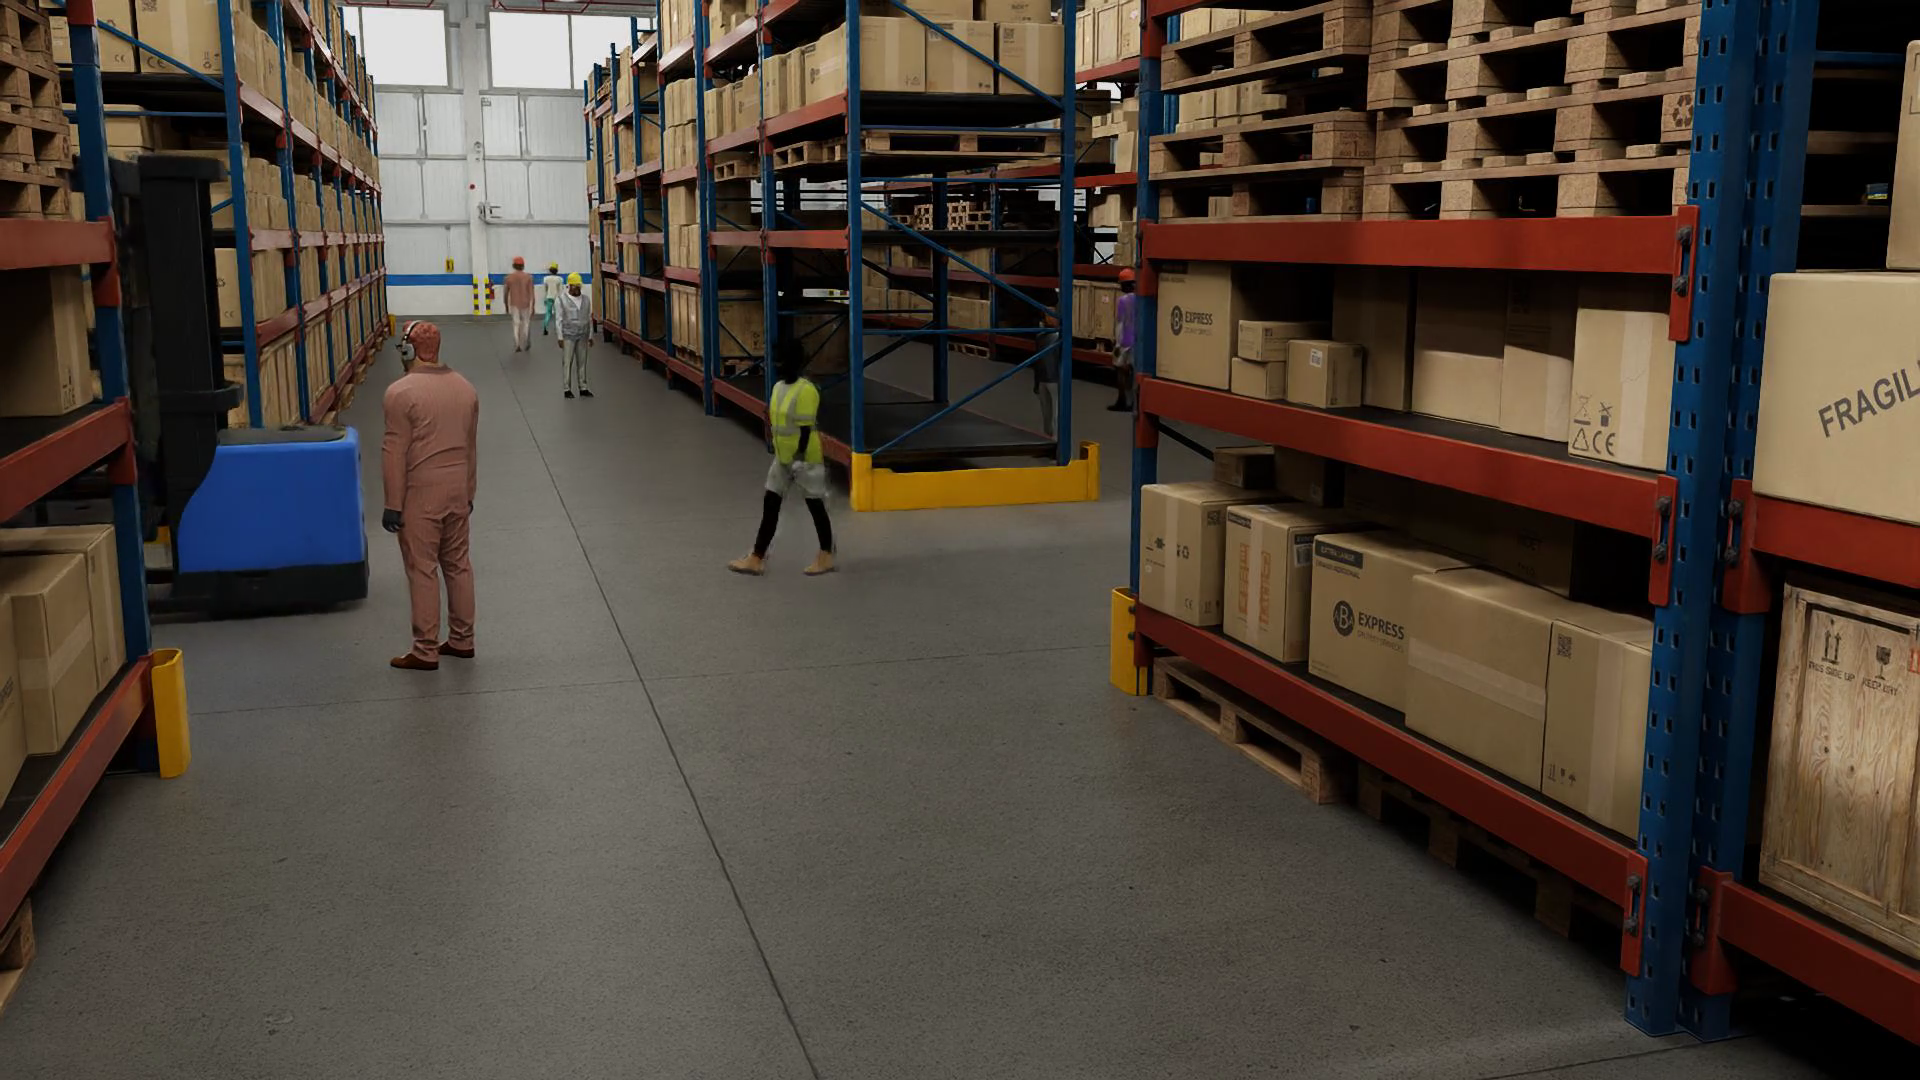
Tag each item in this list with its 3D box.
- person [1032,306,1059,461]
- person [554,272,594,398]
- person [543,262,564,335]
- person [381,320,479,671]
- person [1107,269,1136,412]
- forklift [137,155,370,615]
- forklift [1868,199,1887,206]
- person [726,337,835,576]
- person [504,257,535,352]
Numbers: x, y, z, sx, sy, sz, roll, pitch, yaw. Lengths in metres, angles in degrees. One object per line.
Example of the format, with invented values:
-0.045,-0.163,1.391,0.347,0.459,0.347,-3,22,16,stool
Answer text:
0.950,-1.649,17.561,0.289,1.627,0.498,-7,12,-33,person
-5.633,-2.997,24.365,0.586,1.836,0.404,-9,14,-41,person
-9.784,-5.790,39.939,0.536,1.747,0.756,1,10,7,person
-2.916,-0.246,9.117,0.400,1.901,0.643,5,11,25,person
2.242,-2.669,22.326,0.570,1.925,0.531,-10,14,-43,person
-4.790,-0.979,10.438,1.873,2.768,1.129,-3,11,-18,forklift
11.338,-2.915,21.052,1.129,2.768,1.873,-3,11,-17,forklift
-1.208,-0.547,11.399,0.828,1.655,0.547,-8,13,-39,person
-9.047,-4.834,34.140,0.630,1.951,1.009,-2,10,-9,person
